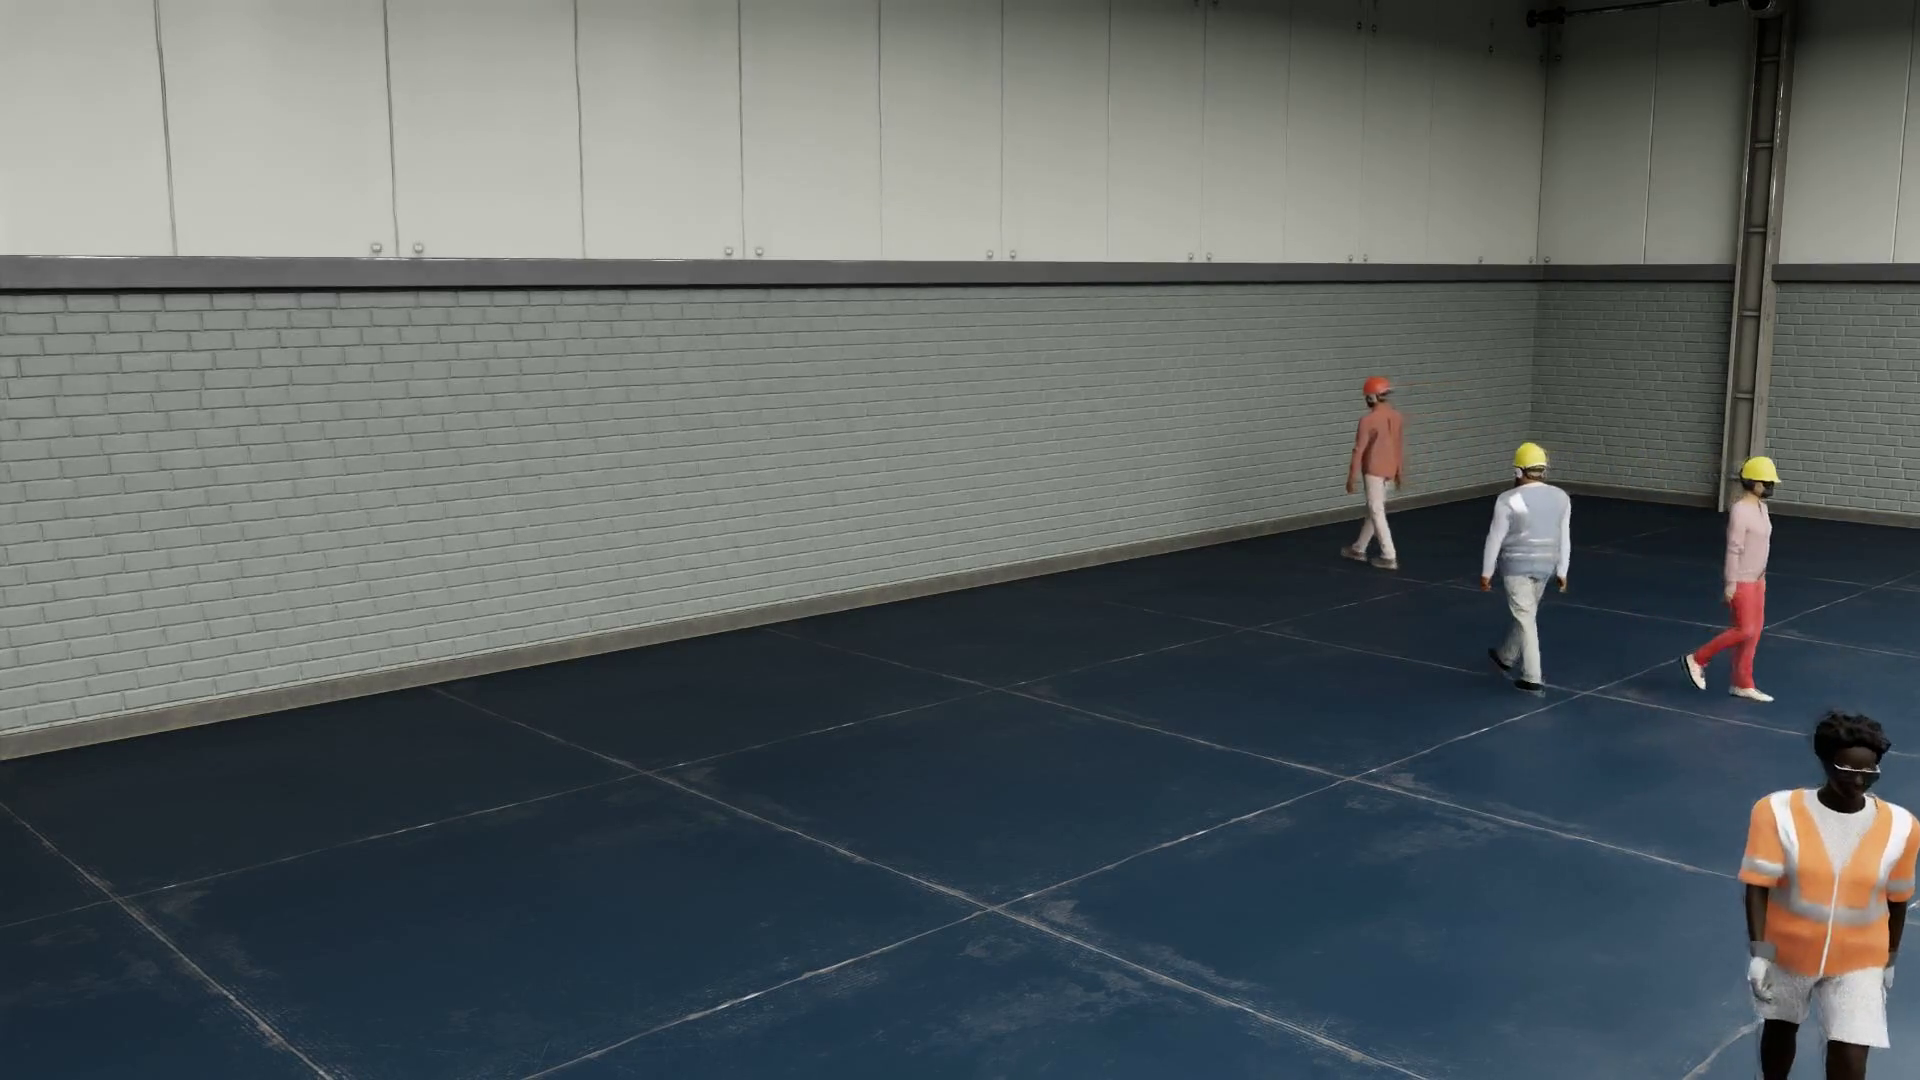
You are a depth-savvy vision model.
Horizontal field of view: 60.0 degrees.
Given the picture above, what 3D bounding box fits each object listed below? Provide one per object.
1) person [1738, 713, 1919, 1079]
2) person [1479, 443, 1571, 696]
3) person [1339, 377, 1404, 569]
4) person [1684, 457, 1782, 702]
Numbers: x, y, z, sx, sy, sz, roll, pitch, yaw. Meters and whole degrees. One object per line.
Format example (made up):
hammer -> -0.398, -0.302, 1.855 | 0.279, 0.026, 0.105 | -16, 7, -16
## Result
person -> 2.817, 1.346, 5.449 | 0.527, 1.646, 0.903 | 4, 10, 21
person -> 4.060, 0.185, 12.165 | 0.621, 1.793, 0.872 | -3, 10, -18
person -> 4.248, -0.700, 17.175 | 0.643, 1.956, 0.846 | -7, 12, -37
person -> 5.522, 0.274, 11.776 | 0.483, 1.756, 0.528 | 8, 12, 42
